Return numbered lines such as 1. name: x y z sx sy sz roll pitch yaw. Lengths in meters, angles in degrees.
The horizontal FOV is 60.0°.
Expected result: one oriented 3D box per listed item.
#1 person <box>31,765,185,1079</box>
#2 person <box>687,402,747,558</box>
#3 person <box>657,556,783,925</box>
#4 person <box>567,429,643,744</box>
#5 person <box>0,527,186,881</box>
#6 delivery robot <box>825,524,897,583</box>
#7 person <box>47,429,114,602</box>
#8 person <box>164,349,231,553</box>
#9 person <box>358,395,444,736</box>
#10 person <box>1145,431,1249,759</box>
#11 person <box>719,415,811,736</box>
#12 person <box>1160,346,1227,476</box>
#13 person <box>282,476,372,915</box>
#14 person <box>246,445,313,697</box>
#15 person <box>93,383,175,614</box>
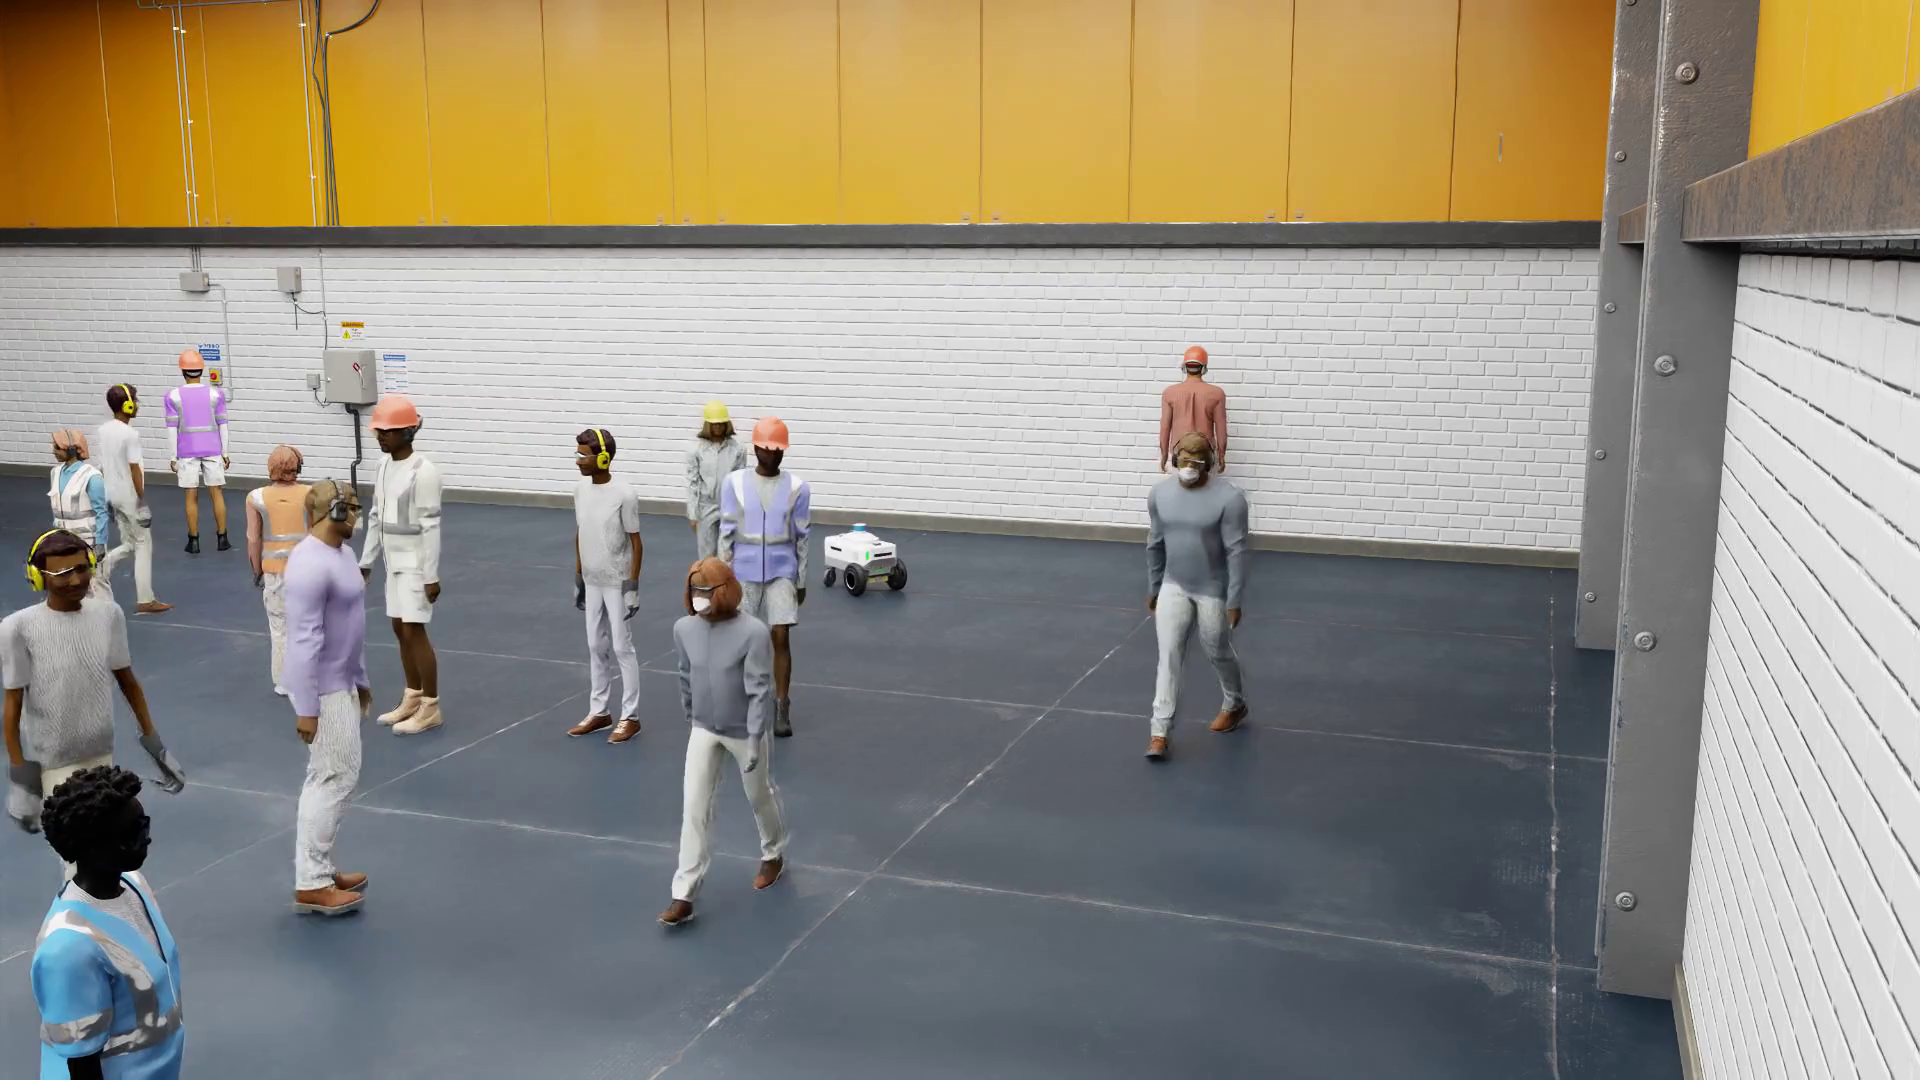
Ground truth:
1. person: -2.054 1.371 4.066 0.318 1.697 0.535 -3 10 -15
2. person: -1.849 -0.205 12.887 0.499 1.714 0.762 -4 11 -20
3. person: -1.030 0.848 7.325 0.506 1.584 0.852 3 11 18
4. person: -2.091 0.268 9.808 0.512 1.866 0.329 7 12 33
5. person: -3.405 0.868 6.520 0.648 1.844 0.601 4 11 23
6. delivery robot: -0.849 0.103 14.159 0.477 0.478 0.707 -7 12 -36
7. person: -6.244 0.023 11.828 0.514 1.636 0.315 5 11 26
8. person: -7.250 -0.844 15.849 0.547 1.942 0.350 -6 11 -29
9. person: -3.347 0.146 10.016 0.399 2.040 0.628 -10 14 -43
10. person: 1.391 0.287 9.685 0.673 1.887 1.034 6 12 30
11. person: -1.188 0.184 10.132 0.578 1.915 0.801 -1 10 -6
12. person: 2.179 -0.815 15.538 0.622 1.992 0.395 2 10 11
13. person: -2.827 0.673 7.424 0.403 1.906 0.675 -2 10 -10
14. person: -4.337 0.204 10.797 0.514 1.641 0.315 -3 10 -15
15. person: -6.594 -0.298 13.047 0.525 1.855 0.630 7 12 35
